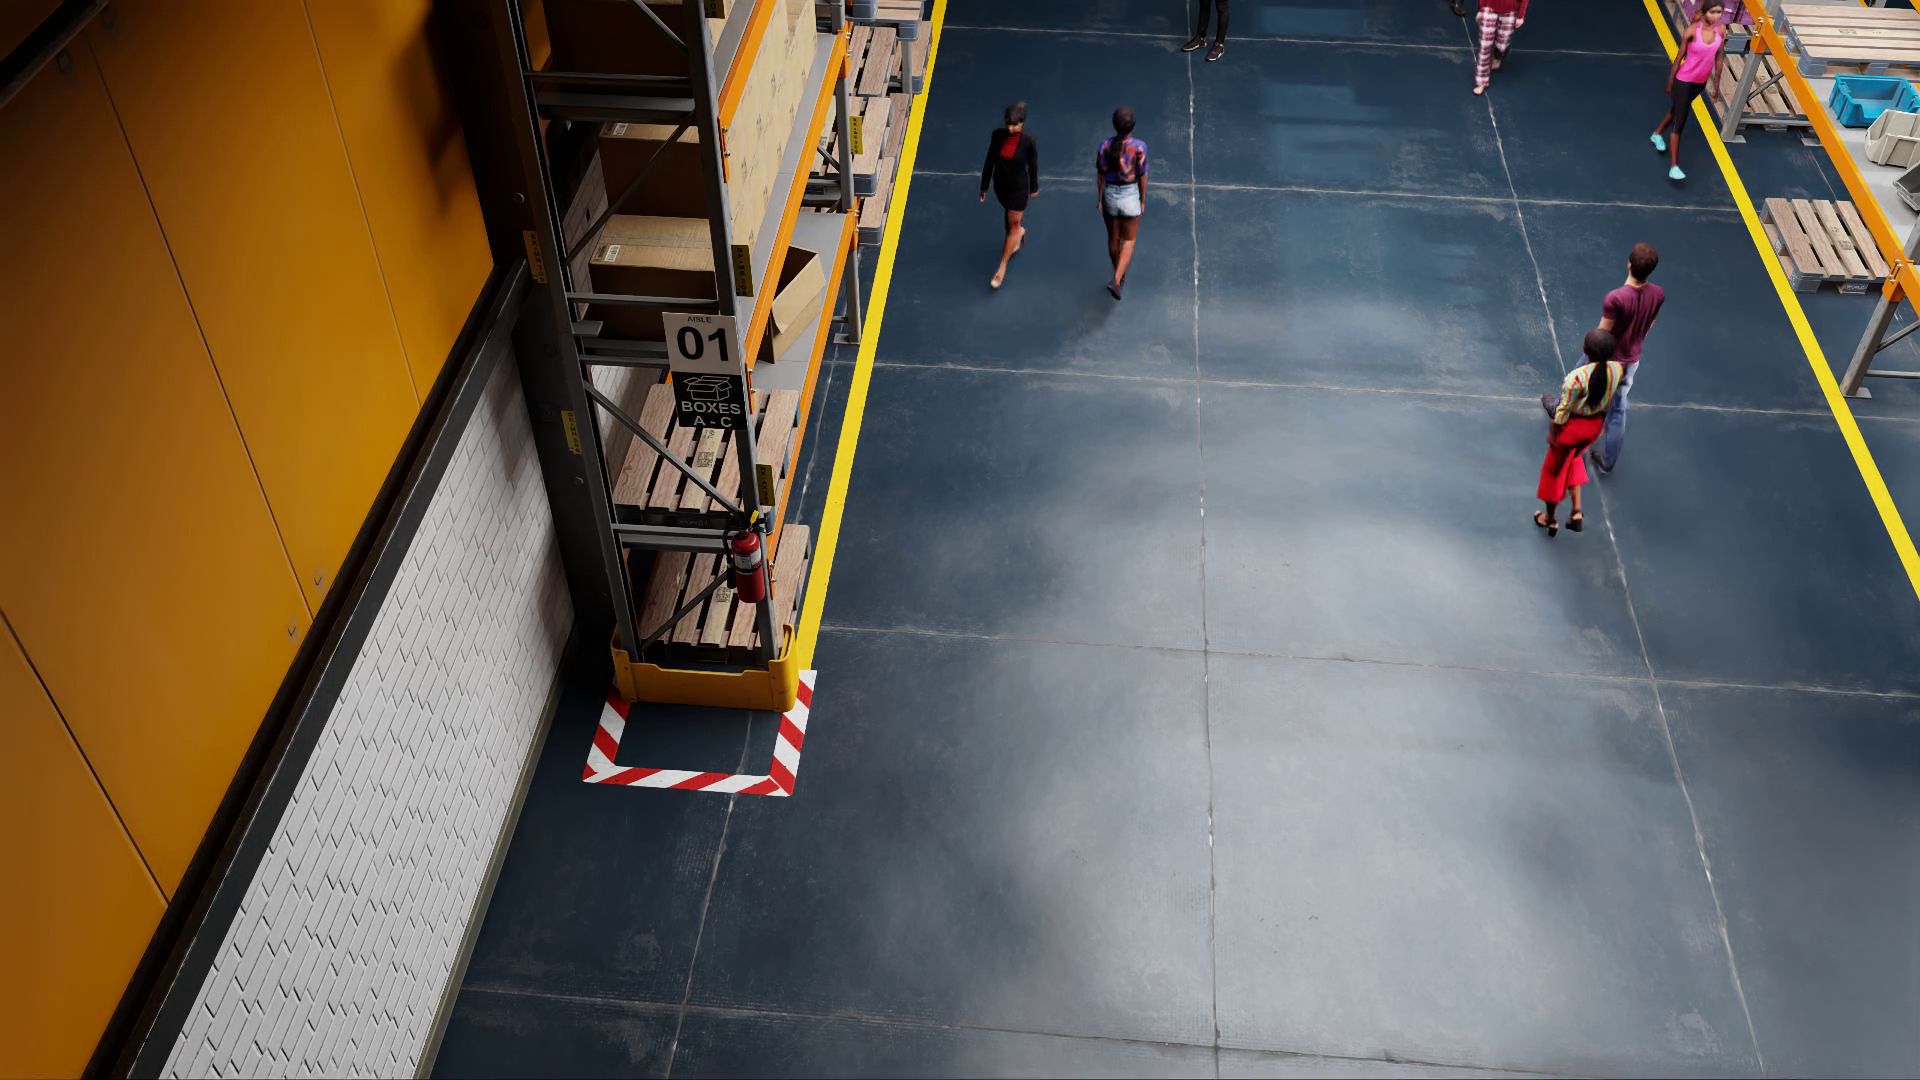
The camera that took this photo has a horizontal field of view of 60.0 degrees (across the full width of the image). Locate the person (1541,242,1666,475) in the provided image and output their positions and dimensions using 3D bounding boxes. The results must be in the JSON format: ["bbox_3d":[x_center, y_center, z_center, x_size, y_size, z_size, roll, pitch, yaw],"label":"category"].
[{"bbox_3d":[4.857,-1.284,12.245,0.892,1.804,1.205,-8,44,-8],"label":"person"}]

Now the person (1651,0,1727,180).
[{"bbox_3d":[6.777,-4.296,15.504,0.708,1.669,1.158,-4,44,-4],"label":"person"}]

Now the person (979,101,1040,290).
[{"bbox_3d":[0.466,-3.012,14.216,0.838,1.585,1.134,19,47,19],"label":"person"}]

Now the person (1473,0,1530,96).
[{"bbox_3d":[5.397,-5.304,16.553,0.781,1.681,0.906,18,46,18],"label":"person"}]

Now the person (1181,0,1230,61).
[{"bbox_3d":[2.627,-5.860,17.013,0.749,1.852,0.786,34,53,30],"label":"person"}]

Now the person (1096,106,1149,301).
[{"bbox_3d":[1.312,-2.758,13.848,0.660,1.726,0.935,10,45,11],"label":"person"}]

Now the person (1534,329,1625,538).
[{"bbox_3d":[4.353,-0.673,11.624,0.756,1.775,0.874,-13,45,-13],"label":"person"}]
